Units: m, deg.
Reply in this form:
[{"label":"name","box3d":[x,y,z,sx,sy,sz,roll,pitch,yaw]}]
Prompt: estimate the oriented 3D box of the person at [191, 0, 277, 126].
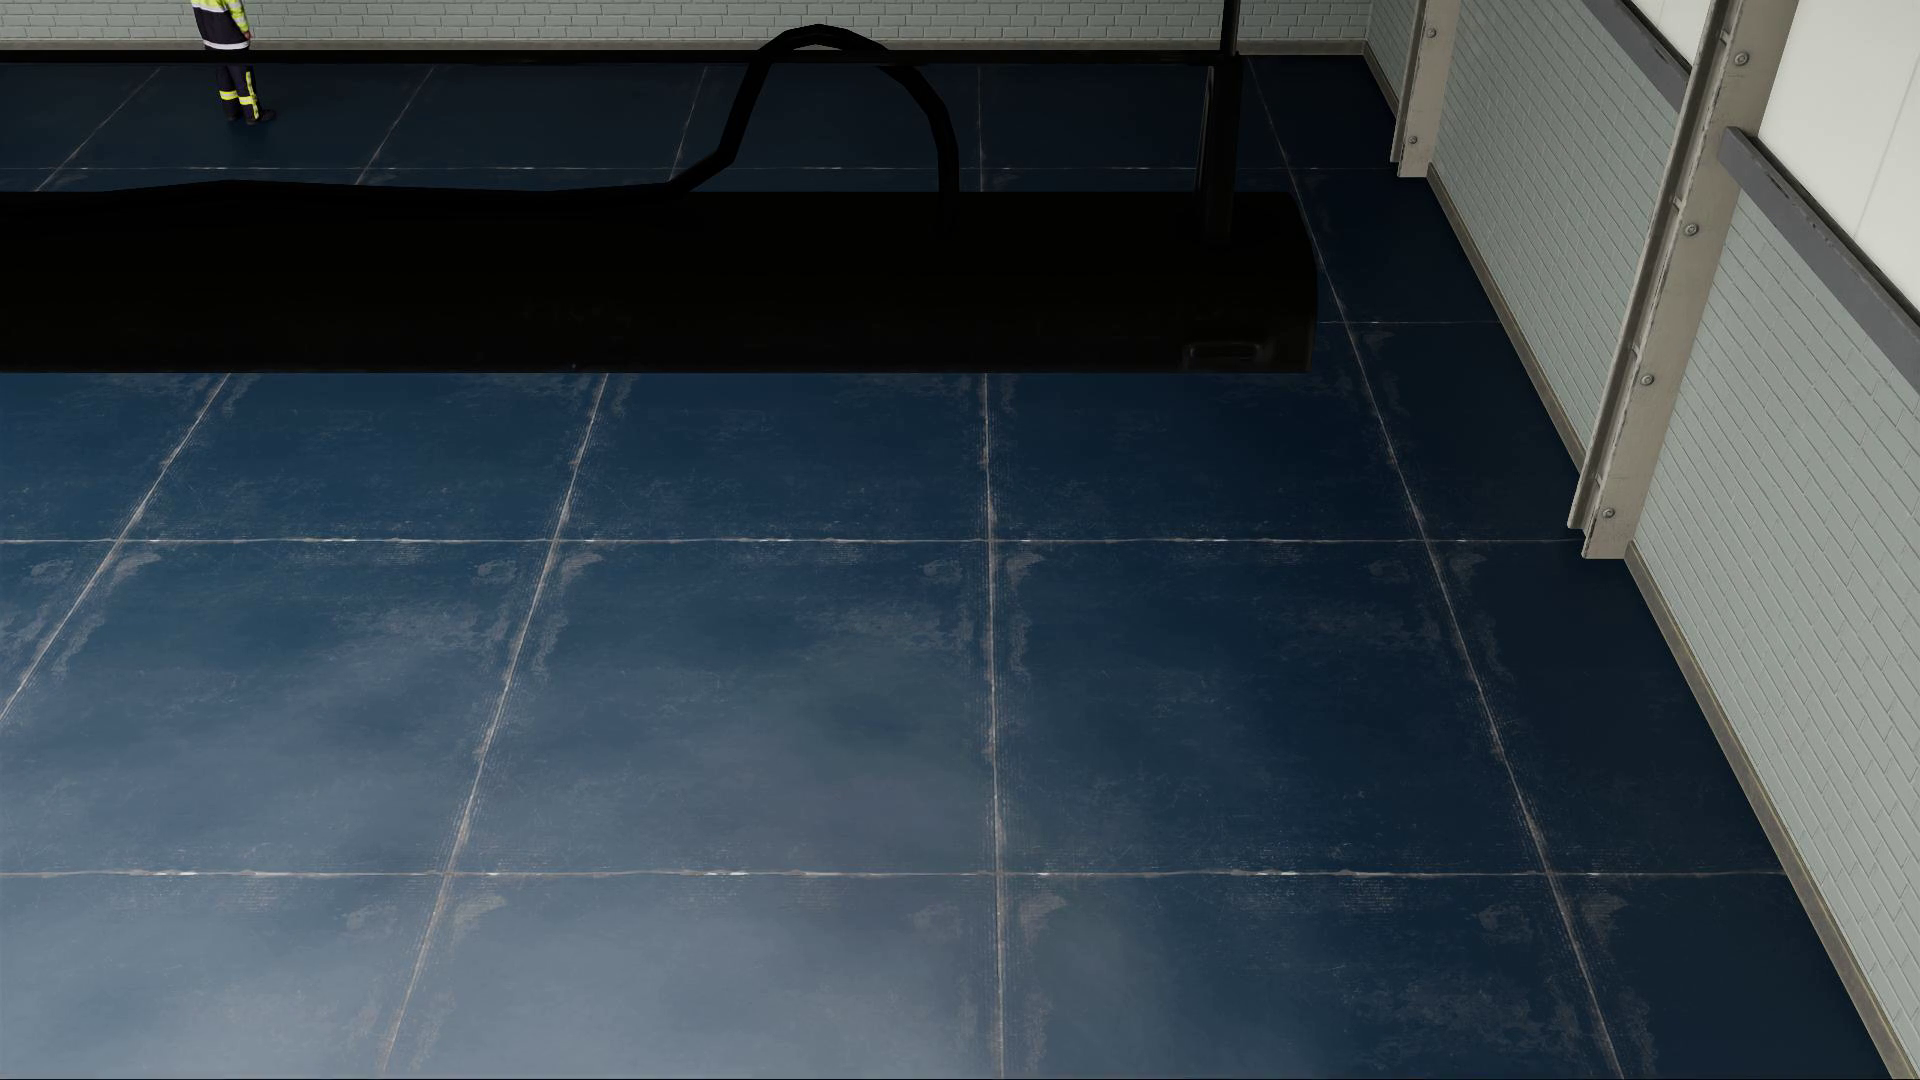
[{"label":"person","box3d":[-7.354,-5.145,16.573,0.865,1.983,0.834,17,40,21]}]
